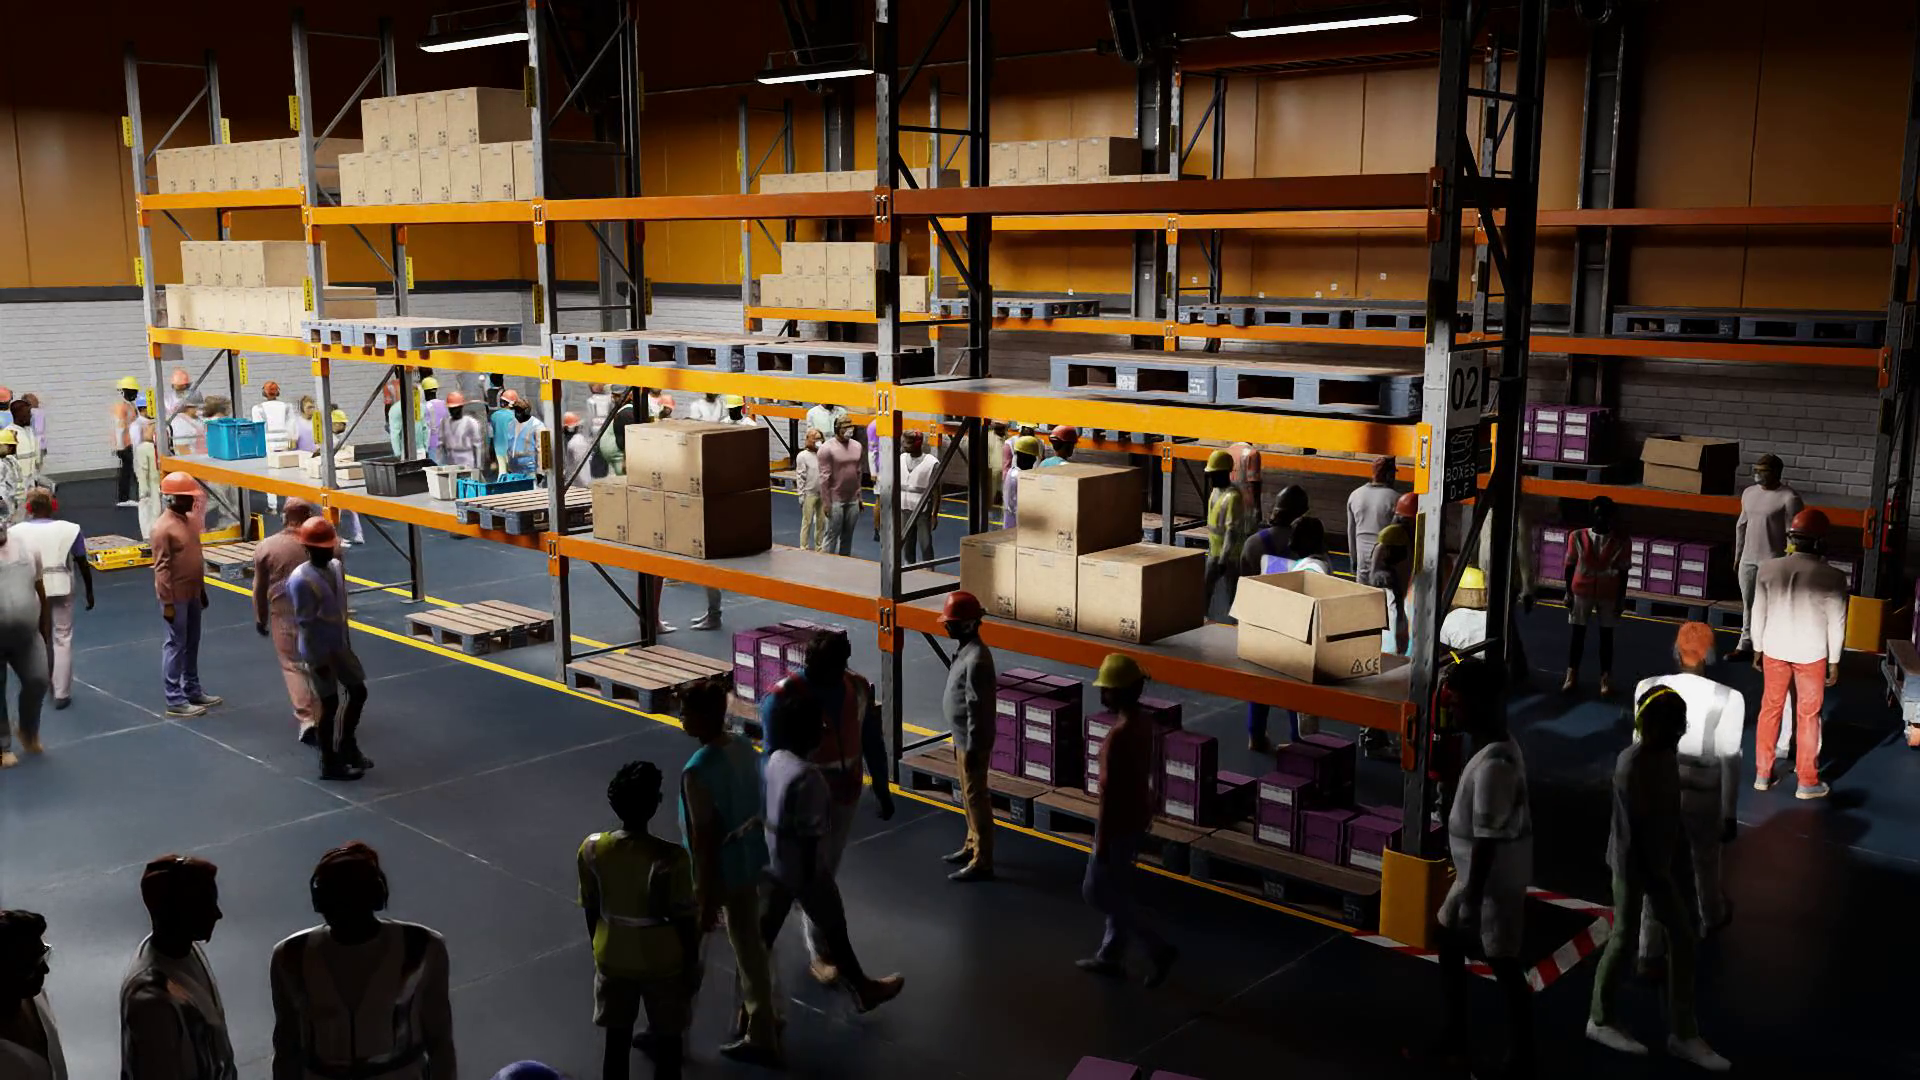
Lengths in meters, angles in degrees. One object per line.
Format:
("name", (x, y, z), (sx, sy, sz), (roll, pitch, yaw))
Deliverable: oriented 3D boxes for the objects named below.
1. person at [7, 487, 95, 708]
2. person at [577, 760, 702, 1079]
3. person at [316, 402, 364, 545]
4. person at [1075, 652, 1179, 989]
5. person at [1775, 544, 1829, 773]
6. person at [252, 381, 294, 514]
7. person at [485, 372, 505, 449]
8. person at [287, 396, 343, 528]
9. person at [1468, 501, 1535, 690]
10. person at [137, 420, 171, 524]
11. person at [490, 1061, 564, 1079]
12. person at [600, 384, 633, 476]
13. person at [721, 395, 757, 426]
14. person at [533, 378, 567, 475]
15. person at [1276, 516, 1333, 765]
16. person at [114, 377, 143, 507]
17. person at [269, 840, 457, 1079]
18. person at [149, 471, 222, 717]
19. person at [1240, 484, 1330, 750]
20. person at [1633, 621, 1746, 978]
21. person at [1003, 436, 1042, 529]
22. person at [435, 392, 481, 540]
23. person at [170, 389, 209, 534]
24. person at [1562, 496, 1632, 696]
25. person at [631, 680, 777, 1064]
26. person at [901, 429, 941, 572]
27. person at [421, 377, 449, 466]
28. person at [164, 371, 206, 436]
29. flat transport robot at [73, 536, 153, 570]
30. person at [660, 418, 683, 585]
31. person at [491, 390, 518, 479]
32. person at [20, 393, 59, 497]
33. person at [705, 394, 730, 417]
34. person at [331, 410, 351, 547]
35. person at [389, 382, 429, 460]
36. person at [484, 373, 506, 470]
("person", (-7.554, 0.447, 13.851), (0.594, 1.788, 0.972), (-4, 11, -24))
("person", (-1.305, 1.736, 6.851), (0.535, 1.697, 0.318), (3, 11, 17))
("person", (-7.960, -0.857, 21.207), (0.496, 1.813, 1.007), (-8, 13, -40))
("person", (0.837, 1.429, 8.423), (0.532, 1.751, 0.539), (5, 11, 25))
("person", (6.051, 0.793, 11.983), (0.328, 1.767, 0.531), (-2, 10, -11))
("person", (-9.672, -1.301, 23.496), (0.573, 1.883, 0.356), (-8, 13, -37))
("person", (-8.728, -2.597, 30.946), (0.504, 1.839, 0.344), (-4, 11, -22))
("person", (-8.613, -1.000, 22.039), (0.967, 1.793, 0.537), (9, 13, 41))
("person", (4.441, 0.377, 13.914), (1.038, 1.910, 0.692), (-3, 11, -17))
("person", (-9.955, -0.685, 20.751), (0.336, 1.623, 0.534), (8, 13, 38))
("person", (-0.995, 2.148, 3.970), (0.598, 1.880, 1.056), (-10, 14, -44))
("person", (-4.497, -1.123, 22.042), (0.538, 2.000, 0.689), (-2, 10, -13))
("person", (-2.862, -0.949, 21.415), (0.589, 1.919, 0.389), (7, 12, 33))
("person", (-6.674, -1.911, 27.025), (0.668, 1.859, 0.936), (3, 11, 18))
("person", (2.491, 0.737, 12.085), (0.429, 1.842, 0.633), (2, 10, 11))
("person", (-11.917, -1.414, 24.090), (0.742, 1.901, 0.598), (-3, 10, -16))
("person", (-1.949, 1.888, 5.475), (0.577, 1.882, 0.339), (-1, 10, -7))
("person", (-6.260, 0.431, 13.421), (0.408, 1.987, 0.614), (0, 10, 1))
("person", (2.444, 0.584, 12.392), (0.683, 2.000, 0.535), (6, 12, 31))
("person", (3.838, 1.330, 8.766), (0.593, 1.823, 1.026), (9, 13, 42))
("person", (0.617, -0.077, 16.478), (0.381, 1.917, 0.585), (-1, 10, -3))
("person", (-6.531, -0.954, 21.481), (0.556, 1.899, 0.899), (3, 10, 17))
("person", (-9.658, -0.927, 20.933), (0.649, 2.000, 0.687), (-1, 10, -5))
("person", (5.365, 0.463, 14.036), (0.535, 1.700, 0.318), (5, 11, 24))
("person", (-1.219, 1.526, 7.684), (0.853, 1.811, 0.605), (4, 11, 20))
("person", (-0.459, -0.289, 17.899), (0.567, 1.836, 0.391), (7, 12, 35))
("person", (-7.483, -1.353, 23.667), (0.371, 1.923, 0.594), (3, 11, 18))
("person", (-11.042, -1.393, 23.657), (0.643, 2.002, 0.995), (-4, 11, -20))
("flat transport robot", (-10.228, 0.135, 19.932), (1.431, 0.197, 0.652), (9, 13, 42))
("person", (-3.211, -0.428, 18.567), (0.351, 1.884, 0.611), (2, 10, 12))
("person", (-6.435, -1.282, 23.796), (0.575, 1.738, 0.351), (6, 12, 31))
("person", (-13.579, -1.351, 24.502), (0.522, 1.616, 0.532), (1, 10, 5))
("person", (-3.887, -1.813, 26.971), (0.473, 1.696, 0.907), (9, 14, 42))
("person", (-7.831, -0.773, 20.940), (0.358, 1.735, 0.485), (-4, 11, -20))
("person", (-7.607, -1.241, 23.030), (0.378, 1.931, 0.629), (5, 11, 26))
("person", (-7.753, -1.998, 27.963), (0.540, 1.696, 0.316), (6, 12, 32))
